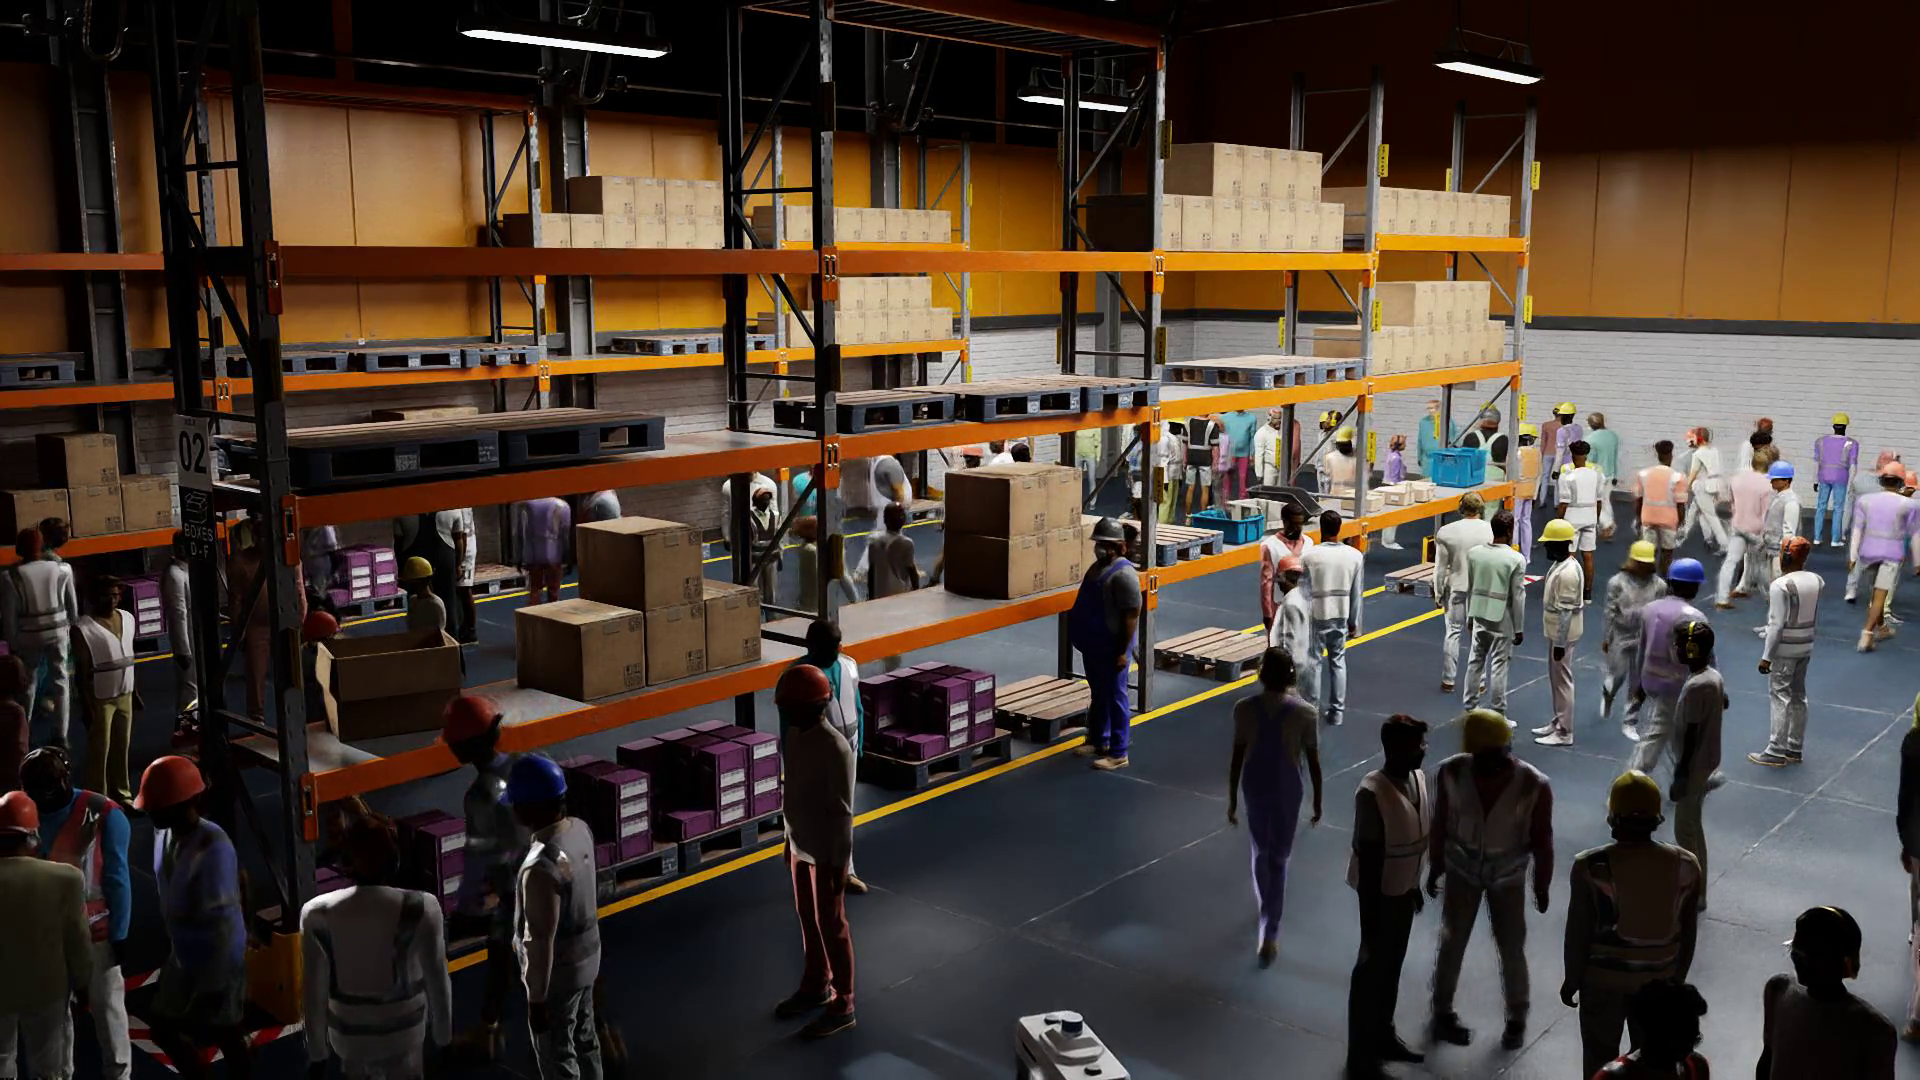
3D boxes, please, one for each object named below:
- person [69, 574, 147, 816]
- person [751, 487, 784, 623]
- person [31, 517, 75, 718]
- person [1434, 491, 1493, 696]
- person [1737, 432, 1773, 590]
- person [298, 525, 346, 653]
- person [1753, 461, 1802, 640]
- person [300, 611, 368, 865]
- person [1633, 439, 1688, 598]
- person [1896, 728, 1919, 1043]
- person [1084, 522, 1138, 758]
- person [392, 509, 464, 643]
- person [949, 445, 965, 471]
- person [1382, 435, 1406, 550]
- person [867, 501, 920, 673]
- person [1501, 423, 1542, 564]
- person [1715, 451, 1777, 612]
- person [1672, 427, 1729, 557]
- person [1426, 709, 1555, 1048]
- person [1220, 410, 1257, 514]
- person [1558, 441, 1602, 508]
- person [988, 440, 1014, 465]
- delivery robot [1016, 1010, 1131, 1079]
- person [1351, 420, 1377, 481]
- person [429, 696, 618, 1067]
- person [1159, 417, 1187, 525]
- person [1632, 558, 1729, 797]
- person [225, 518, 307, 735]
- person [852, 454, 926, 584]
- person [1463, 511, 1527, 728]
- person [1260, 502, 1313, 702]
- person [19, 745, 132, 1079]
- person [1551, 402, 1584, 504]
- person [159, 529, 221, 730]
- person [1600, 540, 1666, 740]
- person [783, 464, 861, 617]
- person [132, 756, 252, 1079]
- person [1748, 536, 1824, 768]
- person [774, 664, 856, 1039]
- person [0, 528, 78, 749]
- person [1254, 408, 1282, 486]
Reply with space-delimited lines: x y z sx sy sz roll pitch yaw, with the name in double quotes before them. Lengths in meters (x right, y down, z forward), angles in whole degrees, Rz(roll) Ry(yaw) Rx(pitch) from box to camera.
"person" -6.155 1.150 12.011 0.394 1.841 0.564 2 10 12
"person" -2.159 0.234 18.107 0.515 1.633 0.314 -6 11 -34
"person" -8.093 0.700 14.782 0.662 1.812 0.442 7 12 36
"person" 4.784 0.498 15.664 0.634 1.932 0.359 3 10 16
"person" 9.896 -0.369 20.712 0.367 1.966 0.607 5 11 27
"person" -6.784 0.348 17.327 0.554 1.650 0.852 8 12 38
"person" 8.830 0.112 17.931 0.415 1.940 0.611 2 10 13
"person" -4.252 1.330 11.223 0.594 1.738 0.362 5 11 27
"person" 8.395 -0.239 19.994 0.596 1.941 0.638 -9 13 -43
"person" 5.165 1.652 8.730 0.595 1.944 0.693 -3 10 -19
"person" 1.224 0.825 13.686 0.456 1.932 0.665 1 10 4
"person" -5.411 0.220 16.970 0.681 2.000 0.535 -3 10 -18
"person" -0.054 -0.894 24.838 0.279 1.633 0.501 2 10 10
"person" 6.153 -0.684 23.596 0.315 1.632 0.531 1 10 6
"person" -0.582 0.539 15.679 0.549 1.829 0.467 6 11 34
"person" 7.513 -0.611 22.322 0.591 1.913 0.394 -5 11 -28
"person" 9.247 -0.105 19.383 1.041 1.877 0.644 -6 11 -32
"person" 10.285 -0.666 23.051 0.580 1.781 1.050 -9 13 -44
"person" 2.754 1.737 8.655 0.635 1.805 0.465 5 11 26
"person" 4.463 -1.400 26.777 0.608 1.996 0.376 1 10 5
"person" 8.276 -0.481 22.233 0.545 1.689 0.326 3 10 20
"person" 0.560 -0.473 21.625 0.399 1.875 0.606 4 10 21
"delivery robot" 0.521 2.454 7.774 0.477 0.478 0.707 -3 10 -18
"person" 6.189 -1.081 25.939 0.585 1.628 0.886 1 10 7
"person" -2.222 1.721 8.209 1.082 1.962 0.608 0 10 -3
"person" 3.100 -0.936 24.244 0.397 1.920 0.586 5 11 30
"person" 5.352 1.076 12.300 1.008 1.883 0.600 -2 10 -13
"person" -5.912 0.747 14.267 0.636 1.899 0.400 -8 12 -38
"person" -0.930 -0.466 21.066 1.036 2.000 0.684 -4 10 -21
"person" 4.649 0.700 14.513 0.396 1.910 0.586 -7 12 -35
"person" 2.960 0.598 15.122 0.597 1.909 0.405 -6 11 -32
"person" -4.227 1.854 7.854 0.619 1.836 0.432 -1 10 -6
"person" 9.253 -1.136 25.408 0.587 1.927 0.368 -8 12 -39
"person" -6.287 0.839 13.677 0.407 1.906 0.654 -2 10 -9
"person" 5.760 0.832 14.274 0.491 1.724 0.507 1 10 8
"person" -1.517 -0.036 18.927 0.935 1.895 0.643 -2 10 -9
"person" -3.446 1.871 7.499 0.578 1.912 0.494 6 11 32
"person" 6.666 0.897 13.402 0.578 1.883 0.353 -6 11 -31
"person" -0.778 1.621 8.786 0.409 1.985 0.621 -6 11 -32
"person" -7.782 0.801 14.039 0.599 1.850 0.888 -8 13 -41
"person" 4.699 -1.035 24.915 0.653 1.895 0.401 -6 11 -34
